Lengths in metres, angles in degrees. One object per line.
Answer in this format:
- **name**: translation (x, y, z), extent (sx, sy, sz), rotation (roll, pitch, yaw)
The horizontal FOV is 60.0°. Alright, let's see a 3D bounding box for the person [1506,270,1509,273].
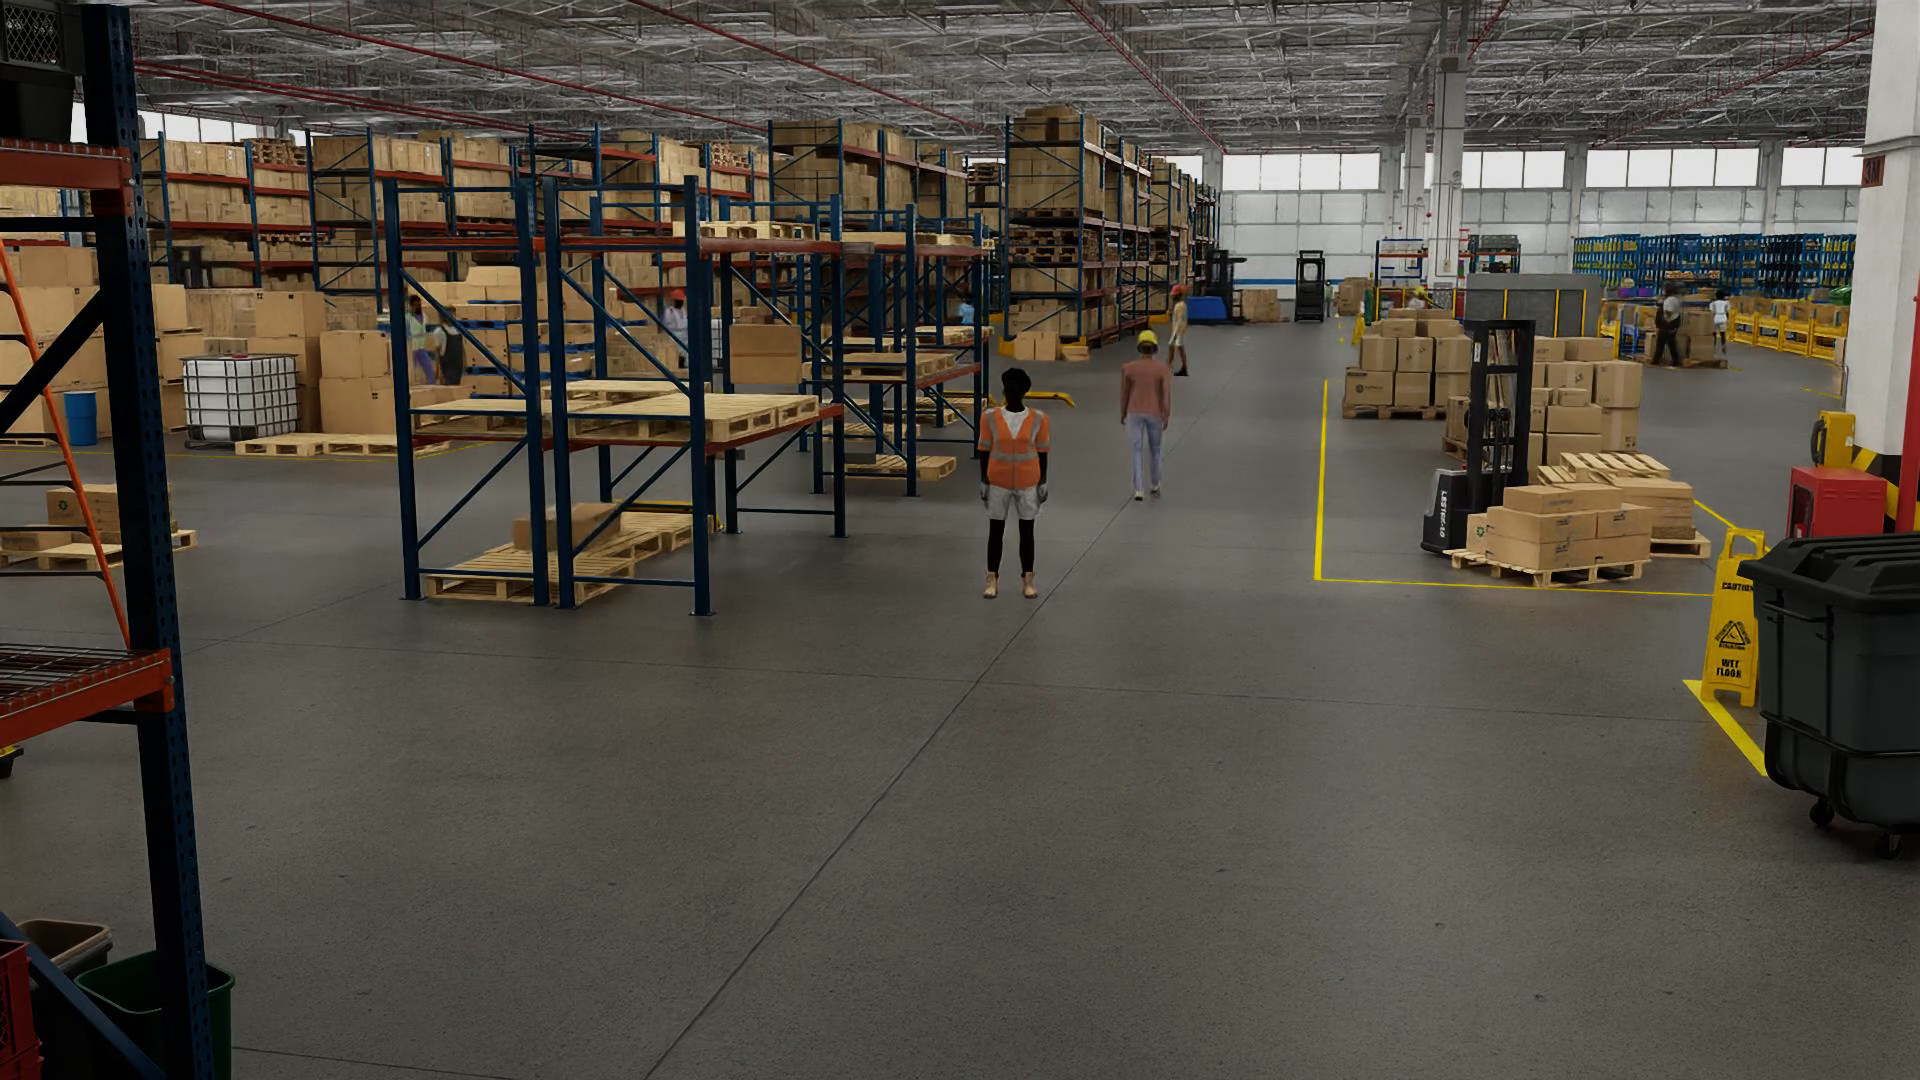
- **person**: translation (26.694, -12.161, 80.955), extent (0.889, 1.961, 0.610), rotation (0, 10, -2)

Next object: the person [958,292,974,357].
- **person**: translation (0.198, -5.396, 41.787), extent (0.534, 1.654, 0.881), rotation (-3, 10, -20)

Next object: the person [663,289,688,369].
- **person**: translation (-5.288, -3.764, 31.351), extent (0.434, 1.916, 0.580), rotation (7, 12, 37)

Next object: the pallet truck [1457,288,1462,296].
- **pallet truck**: translation (20.506, -9.785, 68.819), extent (0.653, 1.274, 1.630), rotation (2, 10, 12)

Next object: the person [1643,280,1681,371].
- **person**: translation (15.683, -4.795, 37.085), extent (0.928, 2.000, 0.698), rotation (4, 11, 24)

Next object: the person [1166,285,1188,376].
- **person**: translation (4.493, -4.413, 35.178), extent (0.764, 1.913, 0.573), rotation (0, 10, -3)

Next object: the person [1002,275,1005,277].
- **person**: translation (2.360, -13.338, 88.068), extent (0.552, 1.912, 0.810), rotation (-1, 10, -3)

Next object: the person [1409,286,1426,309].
- **person**: translation (11.454, -5.441, 41.579), extent (0.608, 1.819, 0.418), rotation (-9, 13, -41)

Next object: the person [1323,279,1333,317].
- **person**: translation (15.643, -10.290, 70.822), extent (0.497, 1.634, 0.279), rotation (-2, 10, -11)

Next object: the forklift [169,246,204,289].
- **forklift**: translation (-20.578, -6.442, 44.354), extent (1.129, 2.768, 1.873), rotation (6, 11, 30)

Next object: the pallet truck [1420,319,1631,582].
- **pallet truck**: translation (4.543, -0.757, 13.299), extent (0.823, 1.965, 1.885), rotation (-4, 10, -22)

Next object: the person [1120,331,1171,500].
- **person**: translation (1.930, -1.306, 17.335), extent (0.536, 1.724, 0.871), rotation (1, 10, 8)

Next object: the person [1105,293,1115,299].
- **person**: translation (5.250, -8.455, 59.131), extent (0.668, 1.915, 0.640), rotation (-2, 10, -13)

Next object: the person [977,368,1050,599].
- **person**: translation (0.390, -0.409, 12.134), extent (0.529, 1.695, 0.321), rotation (0, 10, 1)

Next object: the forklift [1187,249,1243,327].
- **forklift**: translation (9.387, -9.283, 61.173), extent (1.873, 2.768, 1.129), rotation (-7, 12, -34)

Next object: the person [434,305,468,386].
- **person**: translation (-7.552, -2.561, 24.544), extent (0.850, 1.821, 0.515), rotation (6, 11, 31)

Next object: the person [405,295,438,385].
- **person**: translation (-9.045, -3.162, 27.920), extent (0.987, 1.864, 0.616), rotation (4, 10, 21)

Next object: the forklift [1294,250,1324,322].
- **forklift**: translation (13.778, -10.002, 65.433), extent (1.129, 2.768, 1.873), rotation (2, 10, 12)

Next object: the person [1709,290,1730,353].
- **person**: translation (20.144, -5.798, 44.112), extent (0.540, 1.672, 0.775), rotation (2, 10, 12)
